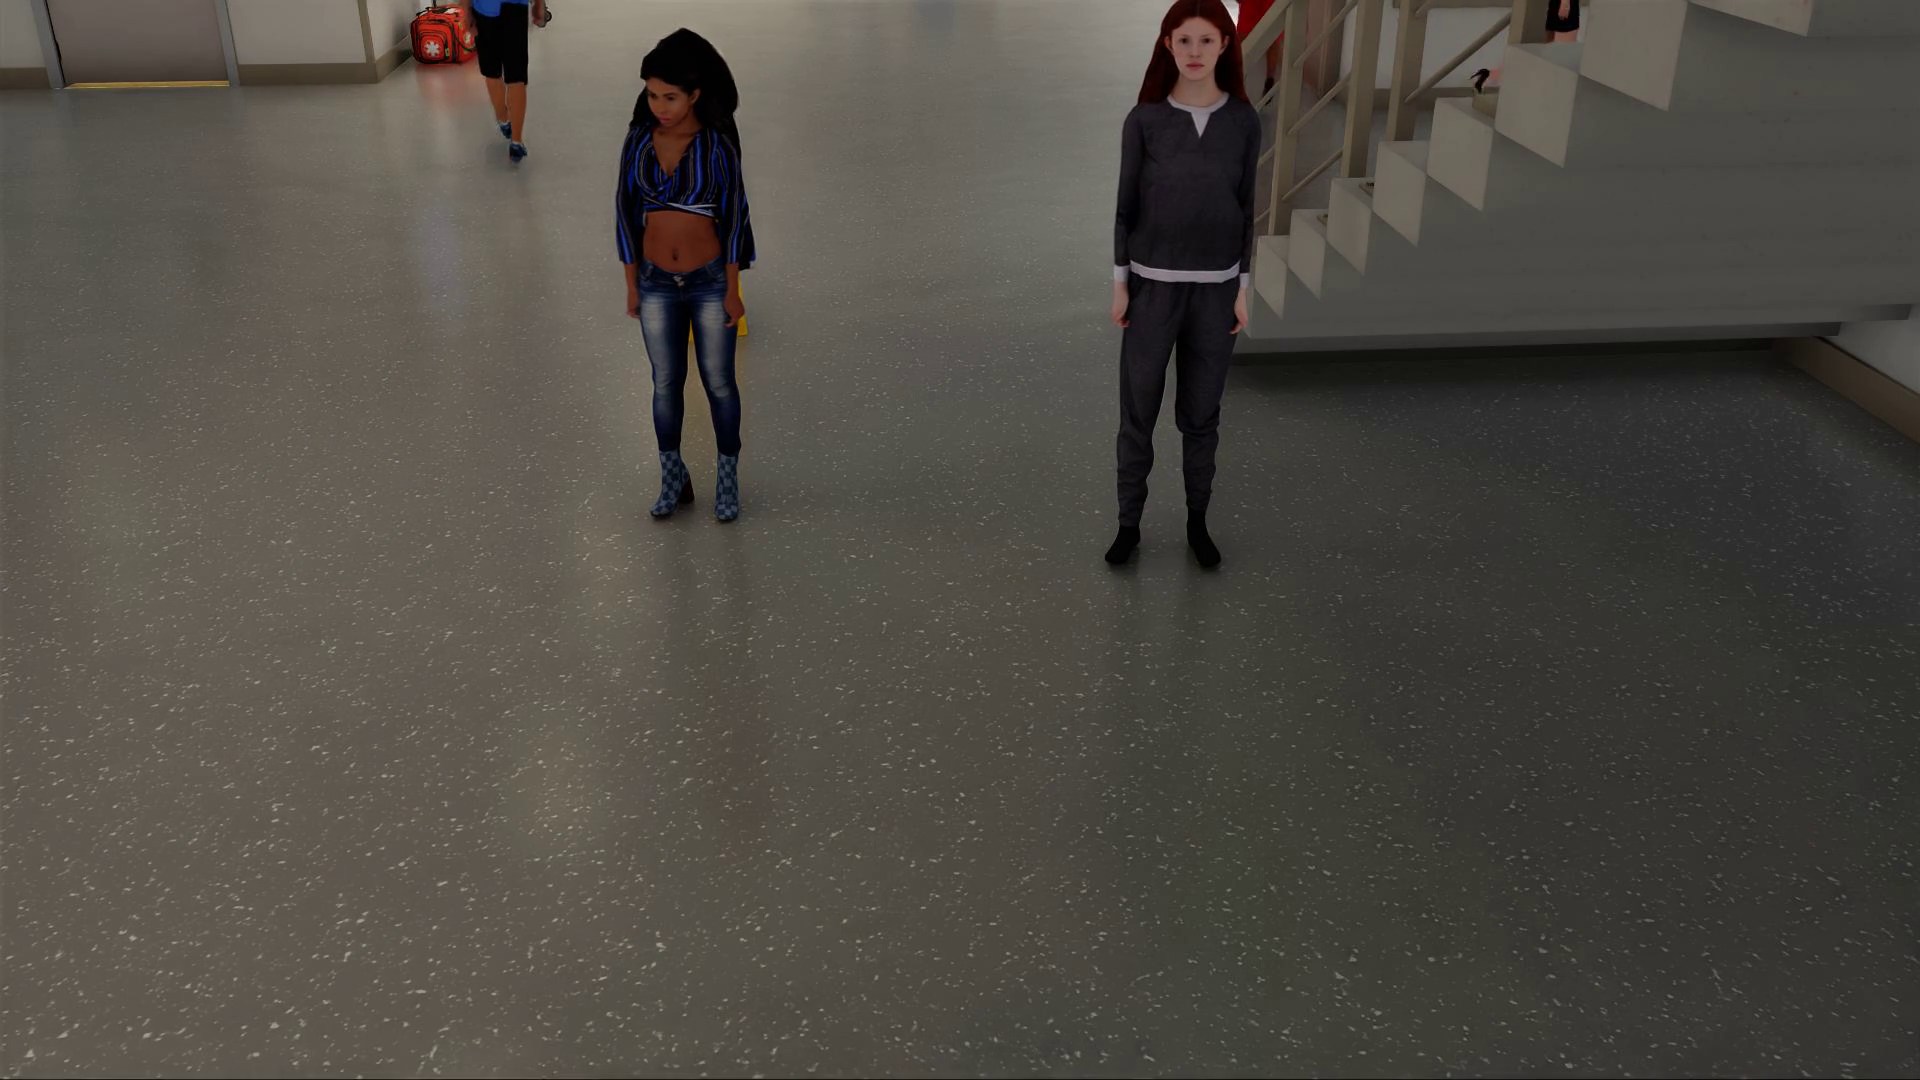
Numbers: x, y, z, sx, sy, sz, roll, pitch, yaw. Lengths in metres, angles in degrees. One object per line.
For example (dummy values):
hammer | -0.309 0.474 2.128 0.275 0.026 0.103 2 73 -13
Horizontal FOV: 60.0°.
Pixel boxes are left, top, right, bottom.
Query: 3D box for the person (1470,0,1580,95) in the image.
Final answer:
person | 3.906 -3.607 11.157 0.722 1.671 0.904 1 26 3

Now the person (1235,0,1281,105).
person | 2.180 -3.923 11.786 0.622 1.694 1.142 -1 26 -2

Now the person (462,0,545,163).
person | -2.817 -3.225 10.199 0.752 1.815 1.235 -6 26 -12

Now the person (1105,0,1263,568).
person | 0.683 -0.765 5.138 0.599 1.780 0.540 1 26 2

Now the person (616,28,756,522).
person | -0.896 -0.841 5.469 0.654 1.629 0.626 4 26 9
